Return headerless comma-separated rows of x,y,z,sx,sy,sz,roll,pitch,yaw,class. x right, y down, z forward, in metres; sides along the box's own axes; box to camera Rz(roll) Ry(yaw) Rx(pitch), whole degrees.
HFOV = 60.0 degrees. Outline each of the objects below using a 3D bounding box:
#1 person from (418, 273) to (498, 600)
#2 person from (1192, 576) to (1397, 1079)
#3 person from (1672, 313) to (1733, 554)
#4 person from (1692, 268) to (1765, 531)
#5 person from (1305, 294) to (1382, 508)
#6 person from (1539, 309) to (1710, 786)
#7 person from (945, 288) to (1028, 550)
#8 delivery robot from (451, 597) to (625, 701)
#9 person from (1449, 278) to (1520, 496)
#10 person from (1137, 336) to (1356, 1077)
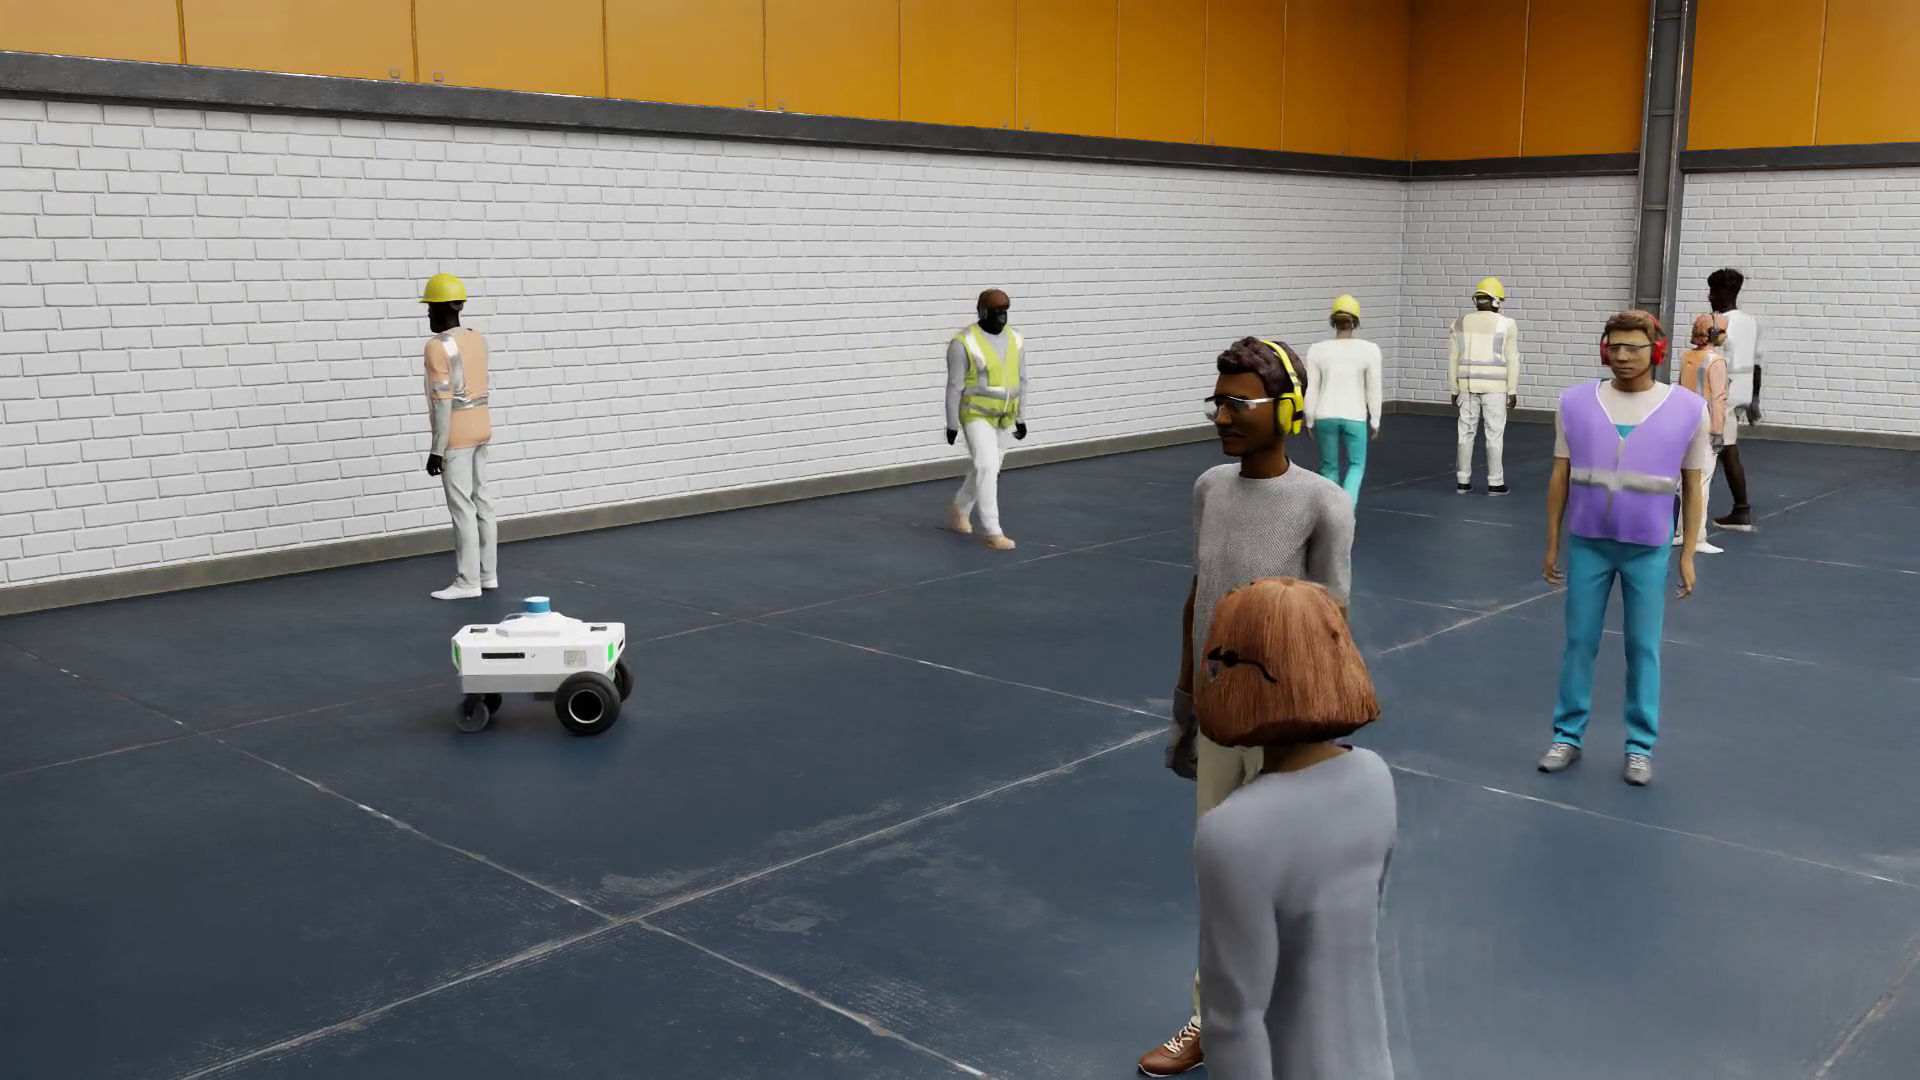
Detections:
-2.982,-0.605,9.846,0.386,1.927,0.589,2,10,12,person
0.429,0.838,2.598,0.512,1.585,0.853,-9,14,-43,person
5.067,-0.732,11.390,0.311,1.638,0.523,-1,10,-5,person
5.620,-1.064,12.475,0.611,1.918,0.958,-6,12,-31,person
2.696,-0.857,11.764,0.539,1.748,0.573,3,10,17,person
2.579,0.025,6.495,0.570,1.843,0.372,6,12,30,person
0.137,-0.874,11.744,0.626,1.809,0.872,-8,13,-38,person
-1.832,0.491,7.247,0.707,0.478,0.477,-1,10,-3,delivery robot
4.415,-1.282,14.006,0.588,1.822,0.403,7,12,35,person
0.694,0.451,4.001,0.328,1.872,0.513,-8,13,-39,person
